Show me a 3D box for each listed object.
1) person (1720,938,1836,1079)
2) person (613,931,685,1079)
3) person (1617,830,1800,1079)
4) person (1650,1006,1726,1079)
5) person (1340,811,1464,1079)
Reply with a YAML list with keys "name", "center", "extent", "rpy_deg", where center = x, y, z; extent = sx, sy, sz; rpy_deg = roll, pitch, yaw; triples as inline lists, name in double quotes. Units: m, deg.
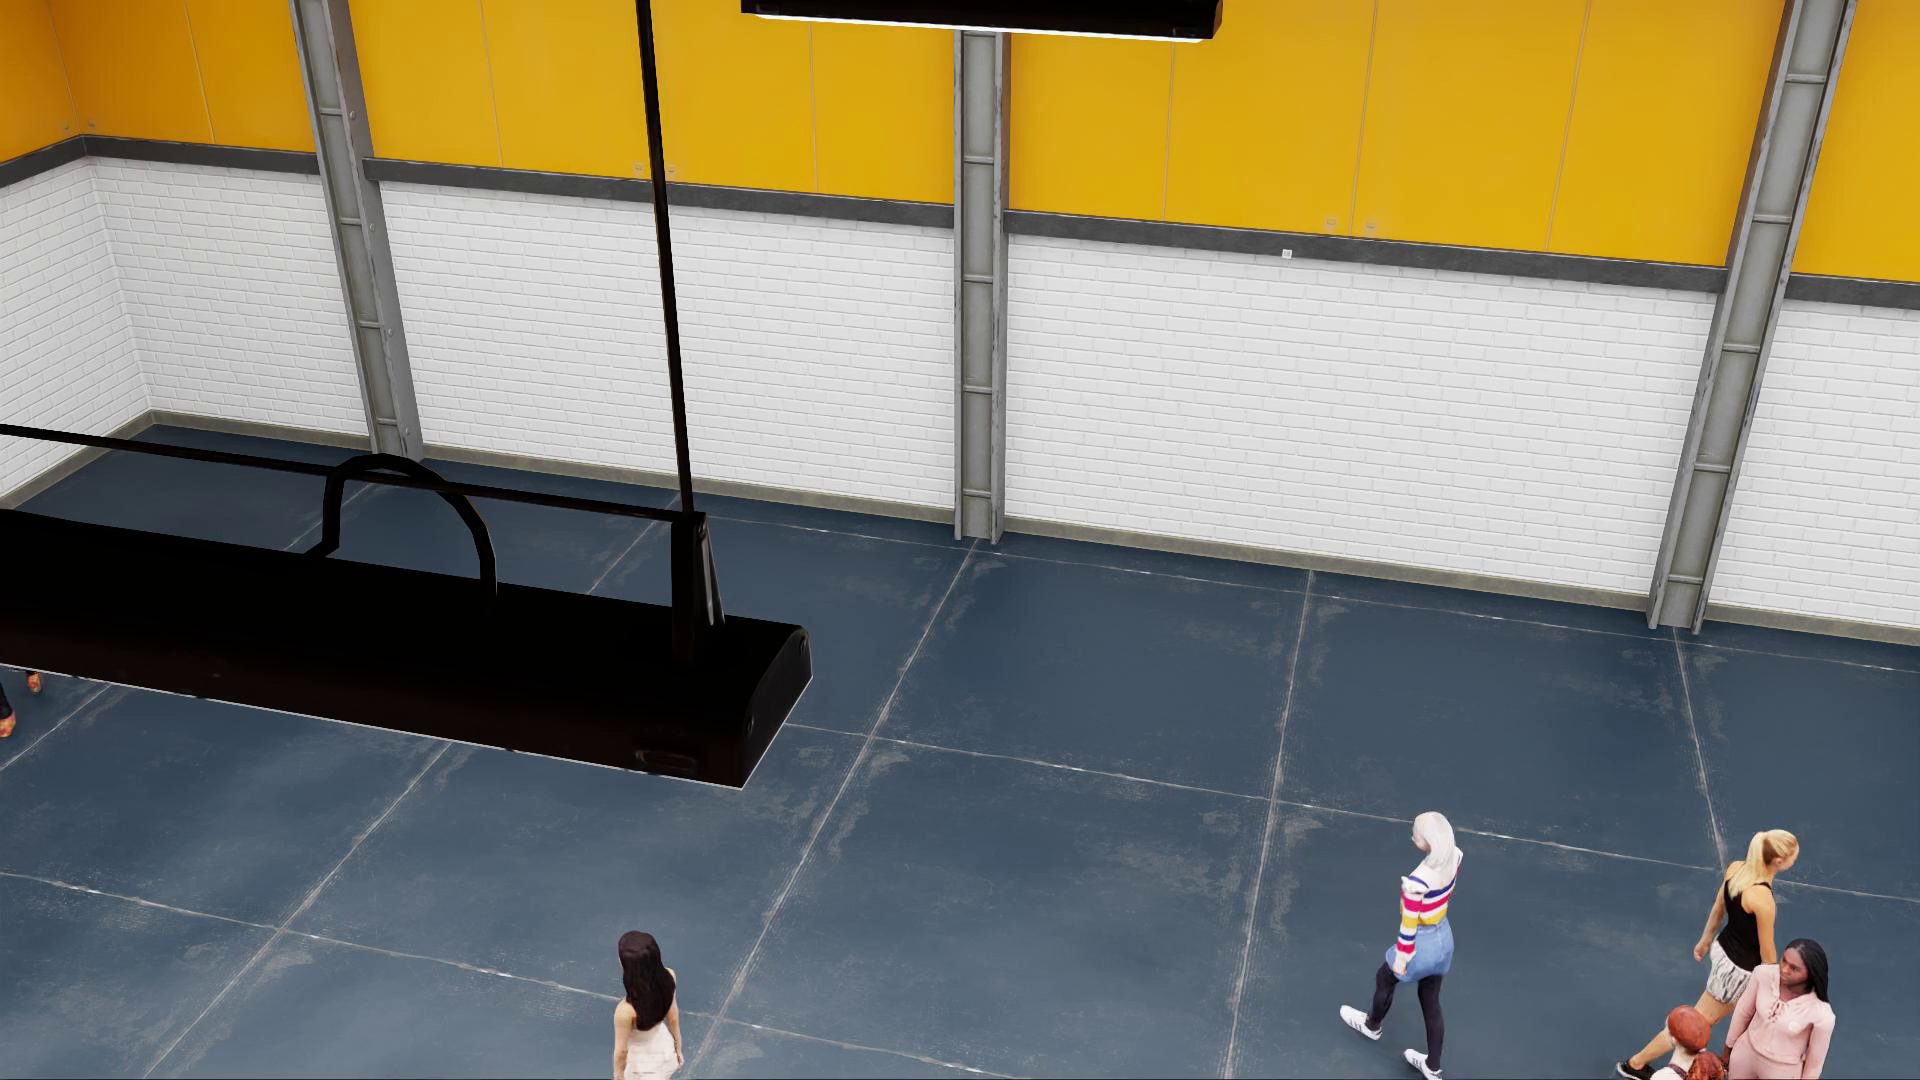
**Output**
- name: "person"
  center: [4.116, 2.703, 8.457]
  extent: [0.741, 1.720, 0.682]
  rpy_deg: [-16, 32, -26]
- name: "person"
  center: [-1.507, 2.729, 8.422]
  extent: [1.074, 1.707, 0.773]
  rpy_deg: [16, 32, 27]
- name: "person"
  center: [4.116, 2.330, 9.057]
  extent: [1.188, 1.801, 0.688]
  rpy_deg: [3, 29, 5]
- name: "person"
  center: [3.369, 3.007, 7.874]
  extent: [1.006, 1.755, 0.949]
  rpy_deg: [-5, 29, -10]
- name: "person"
  center: [2.621, 2.287, 9.161]
  extent: [0.996, 1.776, 1.087]
  rpy_deg: [-20, 34, -32]
